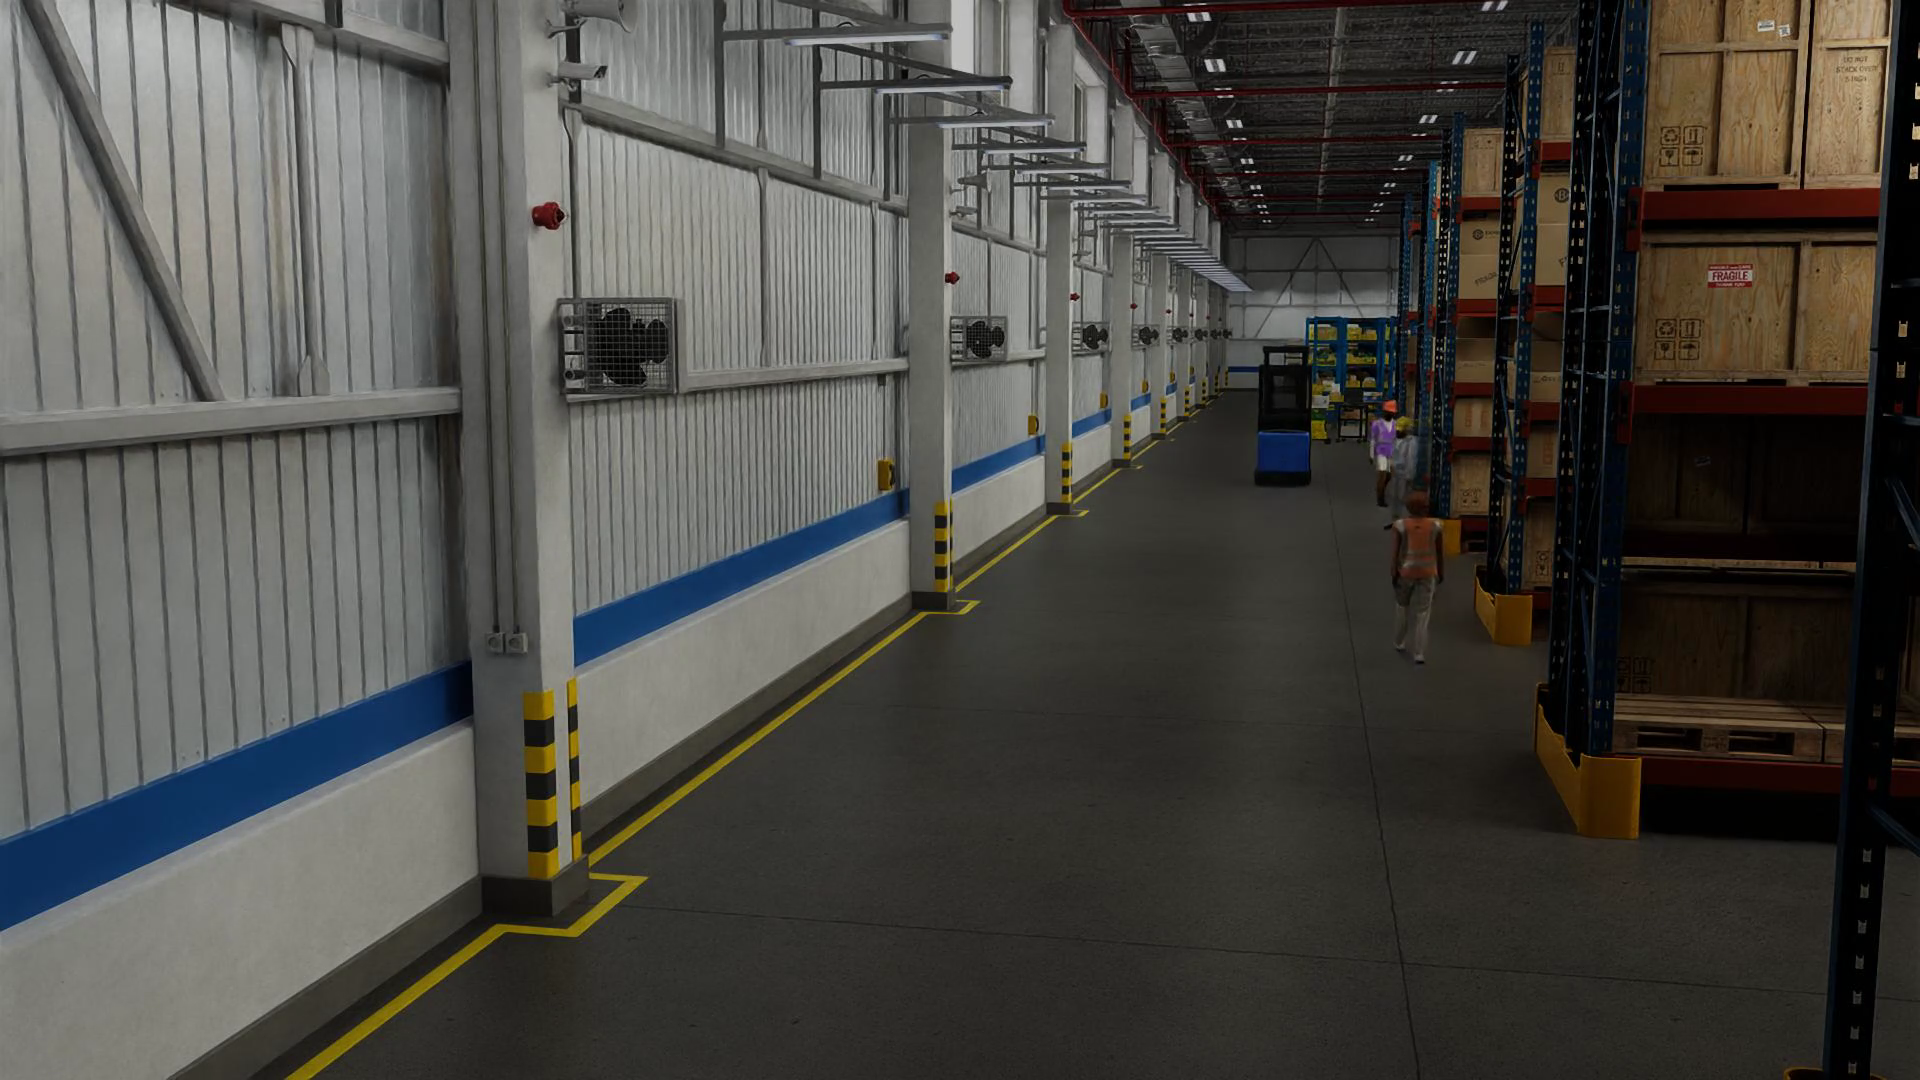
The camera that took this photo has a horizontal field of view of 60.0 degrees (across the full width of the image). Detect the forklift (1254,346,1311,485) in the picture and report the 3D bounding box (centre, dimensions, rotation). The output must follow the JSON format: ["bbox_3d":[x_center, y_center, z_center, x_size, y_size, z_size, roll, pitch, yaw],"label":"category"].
[{"bbox_3d":[6.626,-2.570,33.964,1.129,2.768,1.873,1,7,12],"label":"forklift"}]

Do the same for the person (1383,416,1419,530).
[{"bbox_3d":[6.930,-1.031,25.897,0.526,1.814,0.615,-2,7,-14],"label":"person"}]

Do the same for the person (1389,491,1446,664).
[{"bbox_3d":[4.334,0.336,15.791,0.520,1.600,0.841,1,7,12],"label":"person"}]

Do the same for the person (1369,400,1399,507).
[{"bbox_3d":[7.570,-1.553,29.712,0.599,1.906,0.686,-1,7,-12],"label":"person"}]
